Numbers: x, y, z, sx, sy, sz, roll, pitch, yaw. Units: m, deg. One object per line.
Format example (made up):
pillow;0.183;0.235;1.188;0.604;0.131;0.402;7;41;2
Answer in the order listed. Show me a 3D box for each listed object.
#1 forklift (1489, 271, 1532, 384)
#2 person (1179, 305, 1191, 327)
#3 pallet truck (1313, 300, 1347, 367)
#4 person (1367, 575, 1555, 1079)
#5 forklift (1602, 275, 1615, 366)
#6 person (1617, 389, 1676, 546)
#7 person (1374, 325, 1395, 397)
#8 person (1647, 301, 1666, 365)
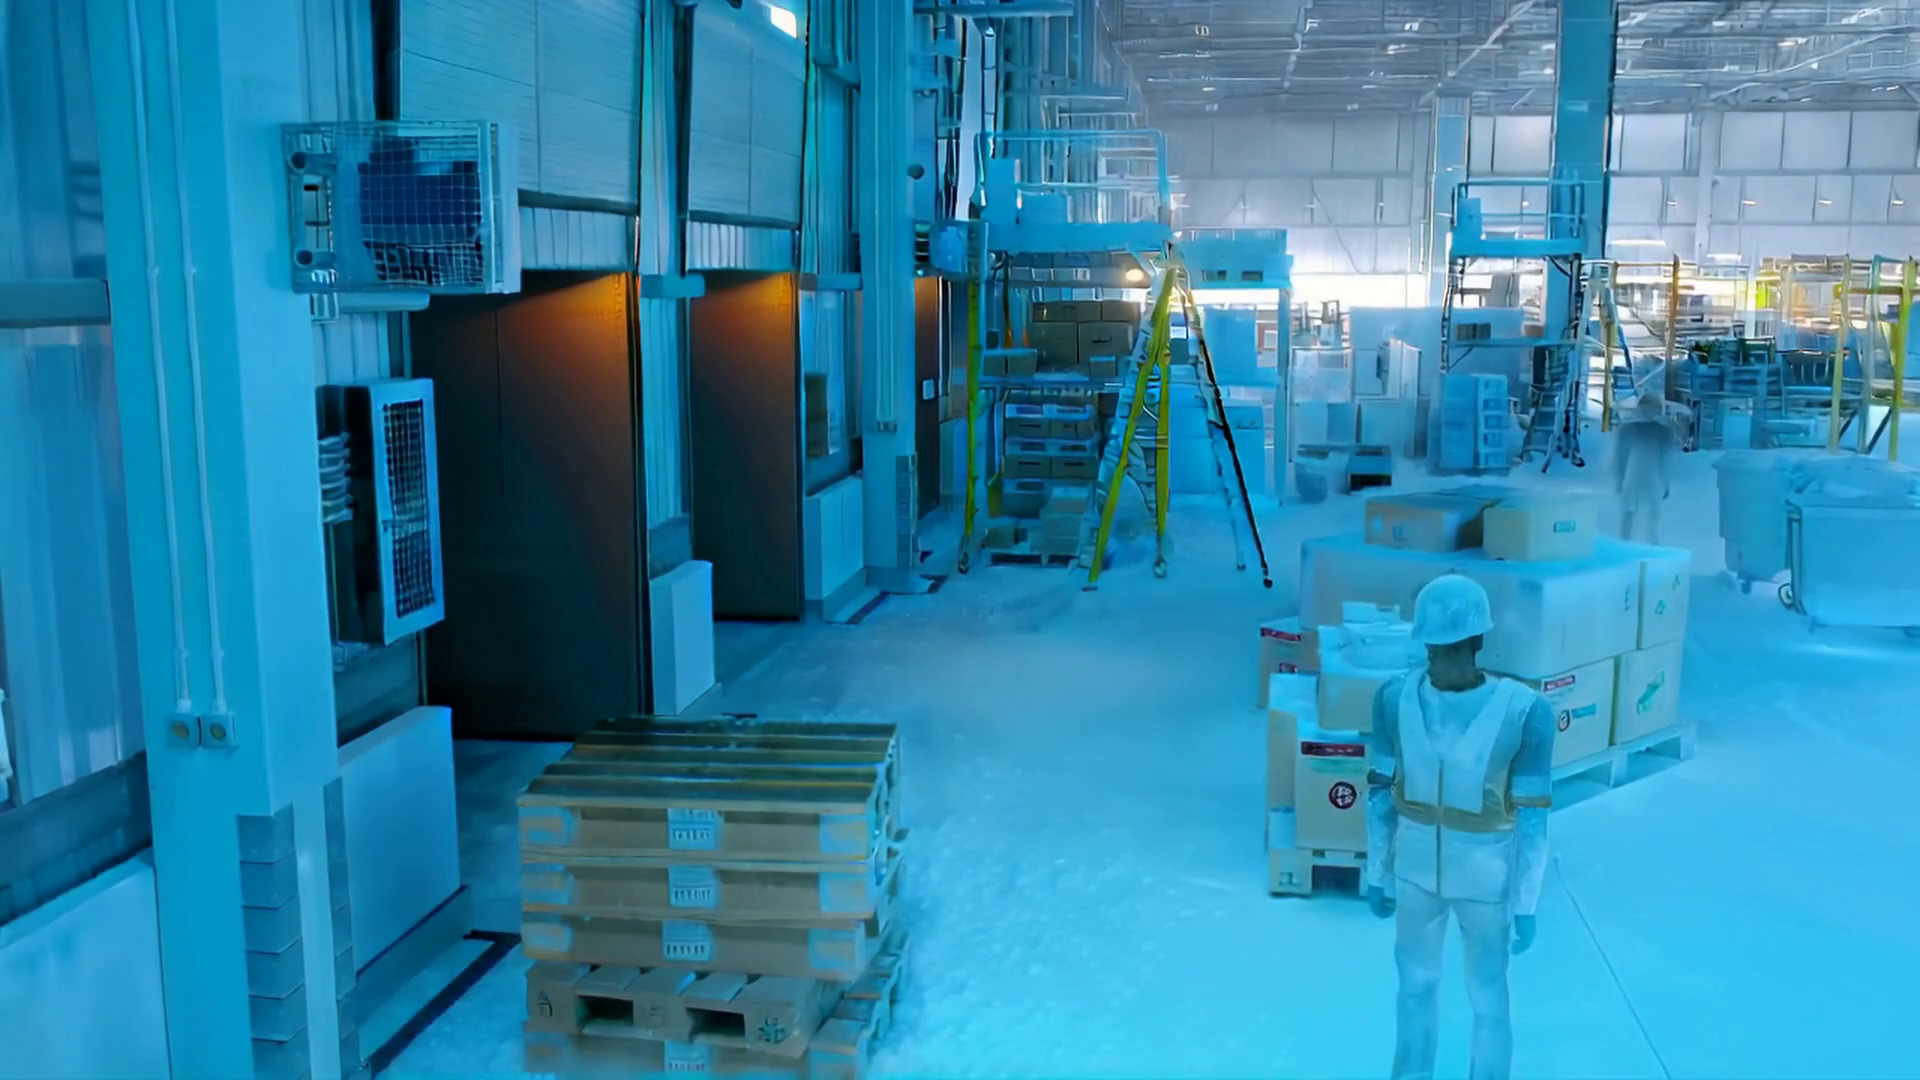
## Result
forklift;13.422;-5.322;41.591;1.873;2.768;1.129;1;9;9
person;6.017;-5.319;44.516;0.389;1.927;0.546;2;9;13
pallet truck;11.159;-6.200;49.718;0.823;1.965;1.885;4;10;26
person;1.544;1.052;5.241;0.584;1.921;0.394;7;11;36
forklift;17.337;-6.024;45.922;1.129;2.768;1.873;8;12;40
person;6.546;-0.586;15.950;0.537;1.730;0.885;6;11;34
person;7.794;-2.963;30.153;0.569;1.868;0.466;-4;10;-23
person;20.982;-6.234;50.110;0.372;1.940;0.630;-5;11;-29
